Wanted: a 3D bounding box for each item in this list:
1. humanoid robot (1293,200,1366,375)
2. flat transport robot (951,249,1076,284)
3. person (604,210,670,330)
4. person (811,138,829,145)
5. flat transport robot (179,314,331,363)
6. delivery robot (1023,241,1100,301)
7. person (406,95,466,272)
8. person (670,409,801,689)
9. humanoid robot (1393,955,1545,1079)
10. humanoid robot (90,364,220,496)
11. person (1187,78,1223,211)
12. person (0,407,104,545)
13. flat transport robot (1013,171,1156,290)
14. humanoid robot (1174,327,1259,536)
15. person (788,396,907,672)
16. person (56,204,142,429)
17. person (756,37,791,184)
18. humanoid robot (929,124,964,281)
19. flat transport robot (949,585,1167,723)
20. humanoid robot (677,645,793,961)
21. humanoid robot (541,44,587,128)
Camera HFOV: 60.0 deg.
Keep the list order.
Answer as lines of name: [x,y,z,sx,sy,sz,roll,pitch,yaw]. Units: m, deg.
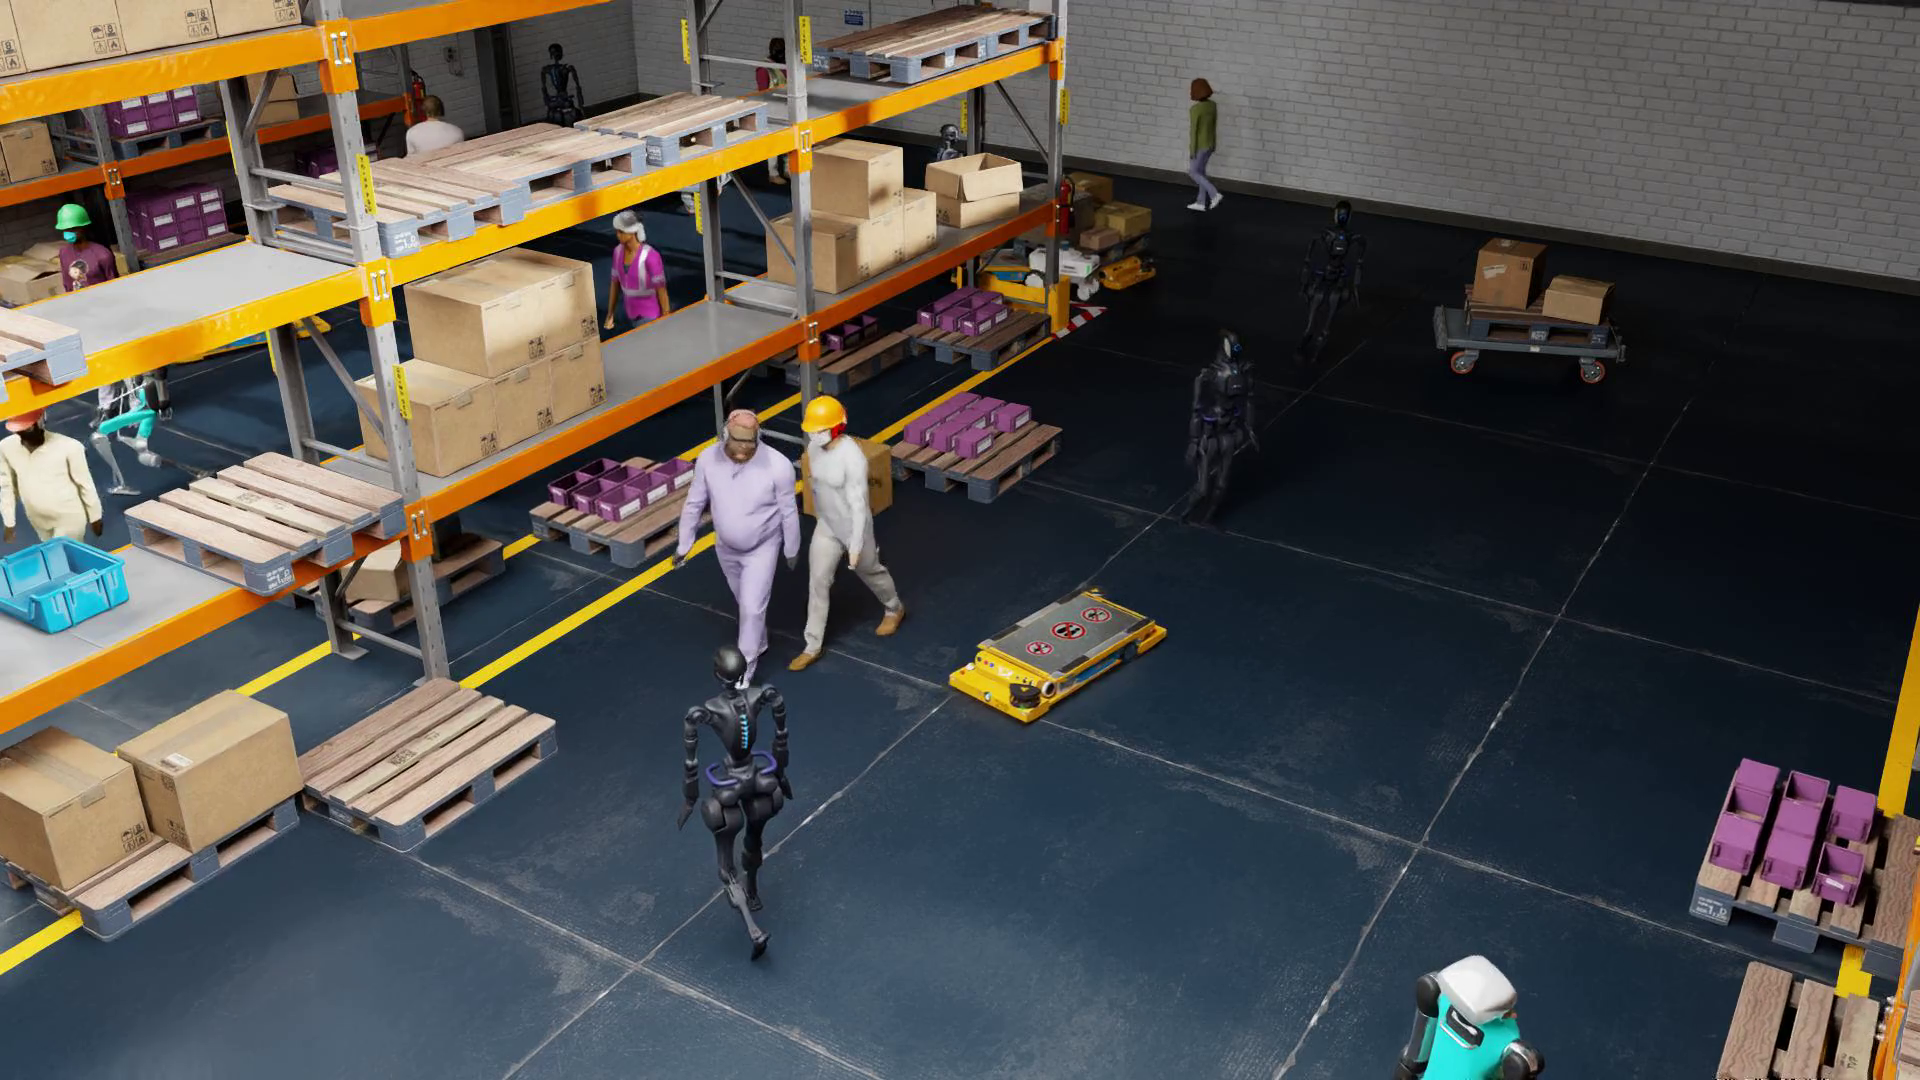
humanoid robot: [3.366,-2.315,15.216,0.609,1.644,0.365,0,27,-1]
flat transport robot: [0.625,-2.957,18.024,1.431,0.231,0.659,0,27,1]
person: [-2.803,-1.937,14.319,0.516,1.802,0.984,21,33,35]
person: [-1.452,-3.423,17.313,0.578,1.735,0.433,13,30,24]
flat transport robot: [-6.975,-2.049,16.235,1.431,0.231,0.659,-20,33,-34]
delivery robot: [1.083,-2.849,17.494,0.791,0.592,0.499,12,29,22]
person: [-5.610,-3.892,18.075,0.653,1.888,0.984,-2,27,-5]
person: [-1.412,0.084,10.265,0.728,1.866,0.911,11,29,20]
humanoid robot: [1.636,2.301,6.039,1.024,1.739,0.555,-15,30,-26]
humanoid robot: [-6.393,-1.068,12.748,1.058,1.764,0.560,-21,34,-36]
person: [2.971,-4.724,20.012,0.493,1.611,0.517,21,33,35]
person: [-5.942,-0.118,10.809,0.580,1.723,0.710,3,27,6]
flat transport robot: [1.369,-3.033,18.174,1.431,0.231,0.659,22,34,36]
humanoid robot: [1.900,-0.800,12.228,0.599,1.645,0.393,-13,30,-24]
person: [-0.722,-0.106,10.684,0.559,1.846,0.967,20,33,34]
person: [-7.278,-1.895,14.077,0.489,1.952,0.420,4,27,7]
person: [-2.306,-5.510,21.330,0.430,1.837,0.636,18,32,32]
humanoid robot: [-0.182,-3.611,17.771,0.586,1.634,0.403,23,35,38]
flat transport robot: [0.654,0.716,10.787,0.659,0.231,1.431,23,35,37]
humanoid robot: [-1.064,1.265,8.184,0.601,1.647,0.693,-14,30,-26]
humanoid robot: [-5.218,-5.712,21.956,0.593,1.617,0.817,5,27,11]
